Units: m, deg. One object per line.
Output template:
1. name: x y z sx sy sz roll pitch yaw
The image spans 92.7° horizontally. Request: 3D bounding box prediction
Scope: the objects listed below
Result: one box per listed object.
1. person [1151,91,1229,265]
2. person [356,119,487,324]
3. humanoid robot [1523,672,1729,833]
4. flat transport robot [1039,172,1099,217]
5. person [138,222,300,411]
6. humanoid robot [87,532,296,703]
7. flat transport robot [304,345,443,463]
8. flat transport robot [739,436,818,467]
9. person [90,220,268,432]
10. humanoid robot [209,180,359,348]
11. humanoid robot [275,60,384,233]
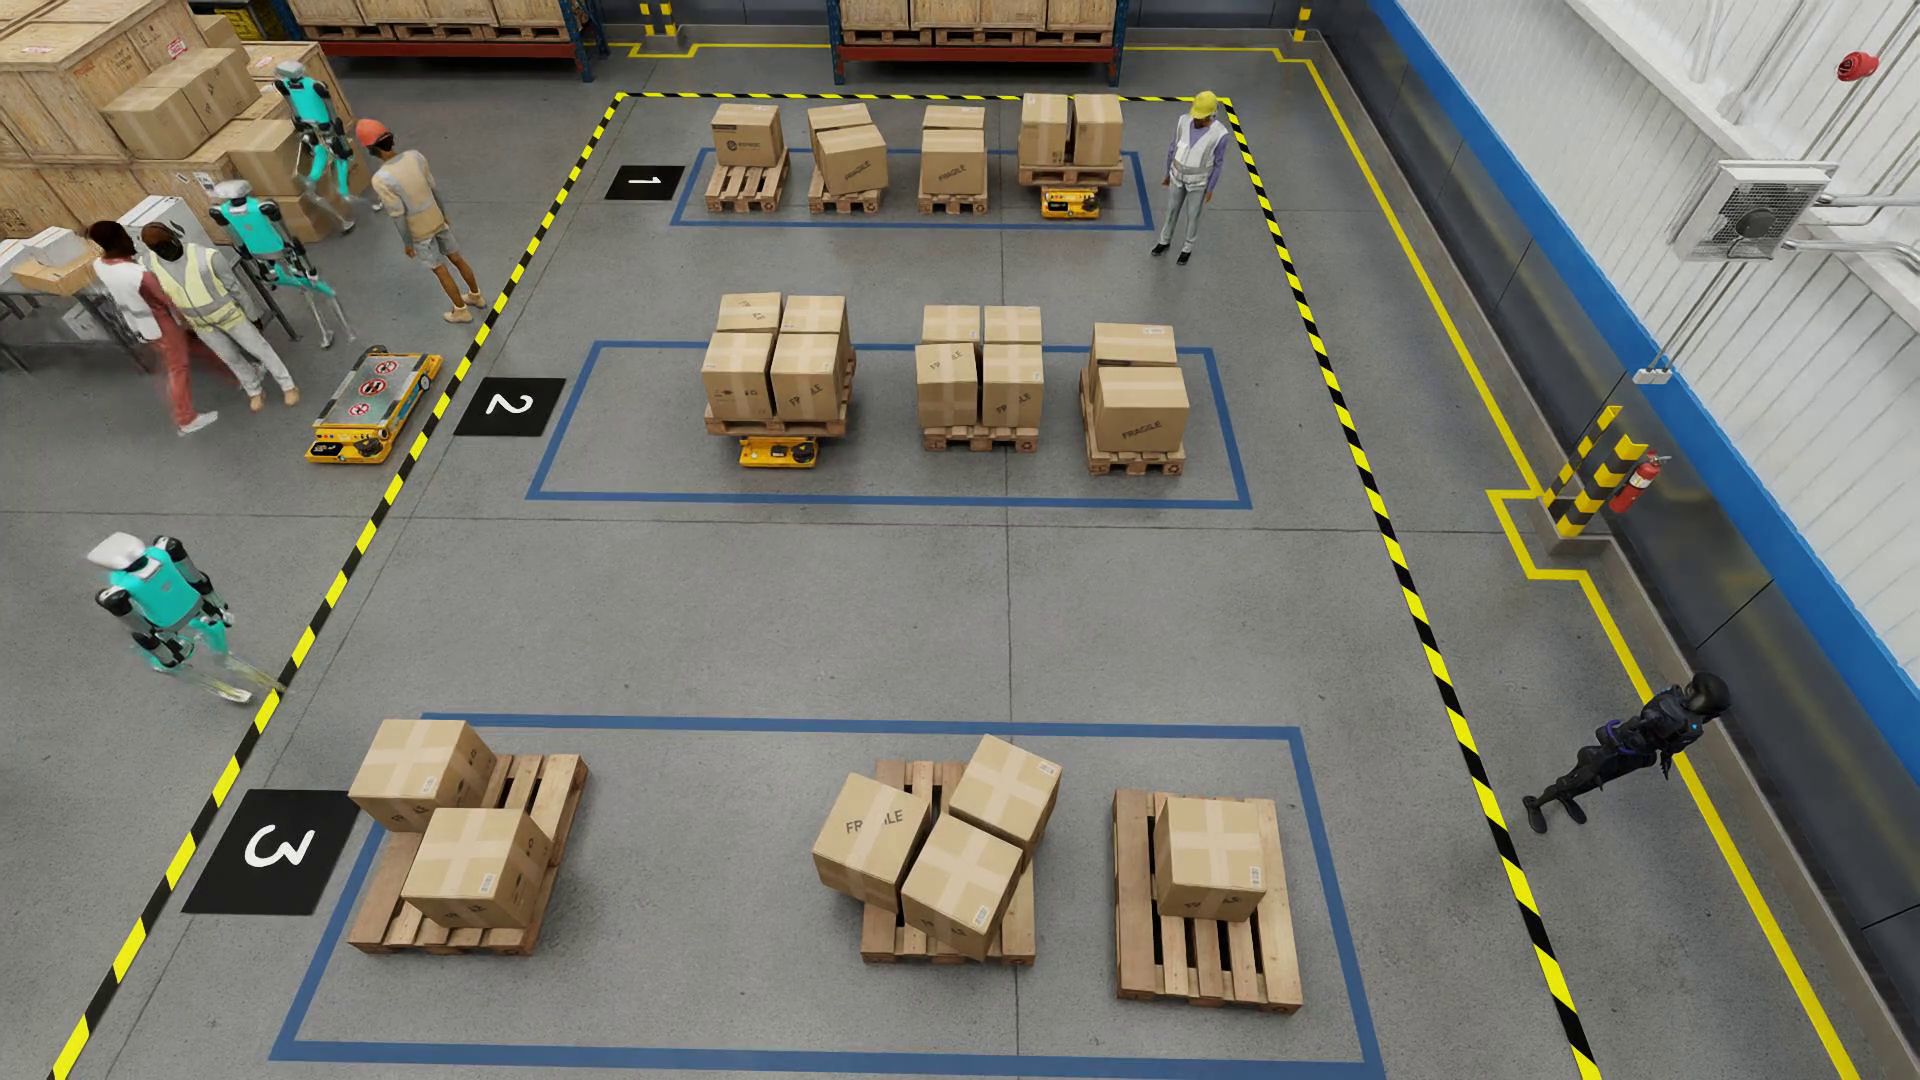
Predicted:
1. person: 2.381 -3.745 9.518 0.587 1.823 0.404 30 56 23
2. person: -5.135 -2.994 8.747 0.399 2.033 0.605 14 51 12
3. humanoid robot: 3.920 1.257 5.372 0.599 1.655 0.315 -7 50 -6
4. flat transport robot: 1.292 -4.350 11.029 0.652 0.197 1.431 1 50 1
5. person: -6.441 -1.924 7.970 0.625 1.836 0.430 -12 51 -10
6. humanoid robot: -5.105 0.574 5.939 0.783 1.795 0.541 9 50 8
7. flat transport robot: -5.383 -1.269 8.441 0.659 0.231 1.431 1 50 1
8. flat transport robot: -1.582 -1.235 8.394 0.652 0.197 1.431 1 50 1
9. person: -6.820 -1.878 7.911 0.586 1.853 1.039 23 54 18
10. humanoid robot: -6.281 -2.595 8.622 0.541 1.833 0.662 -9 50 -8
11. humanoid robot: -6.924 -4.184 9.945 0.549 1.751 0.964 4 50 4
